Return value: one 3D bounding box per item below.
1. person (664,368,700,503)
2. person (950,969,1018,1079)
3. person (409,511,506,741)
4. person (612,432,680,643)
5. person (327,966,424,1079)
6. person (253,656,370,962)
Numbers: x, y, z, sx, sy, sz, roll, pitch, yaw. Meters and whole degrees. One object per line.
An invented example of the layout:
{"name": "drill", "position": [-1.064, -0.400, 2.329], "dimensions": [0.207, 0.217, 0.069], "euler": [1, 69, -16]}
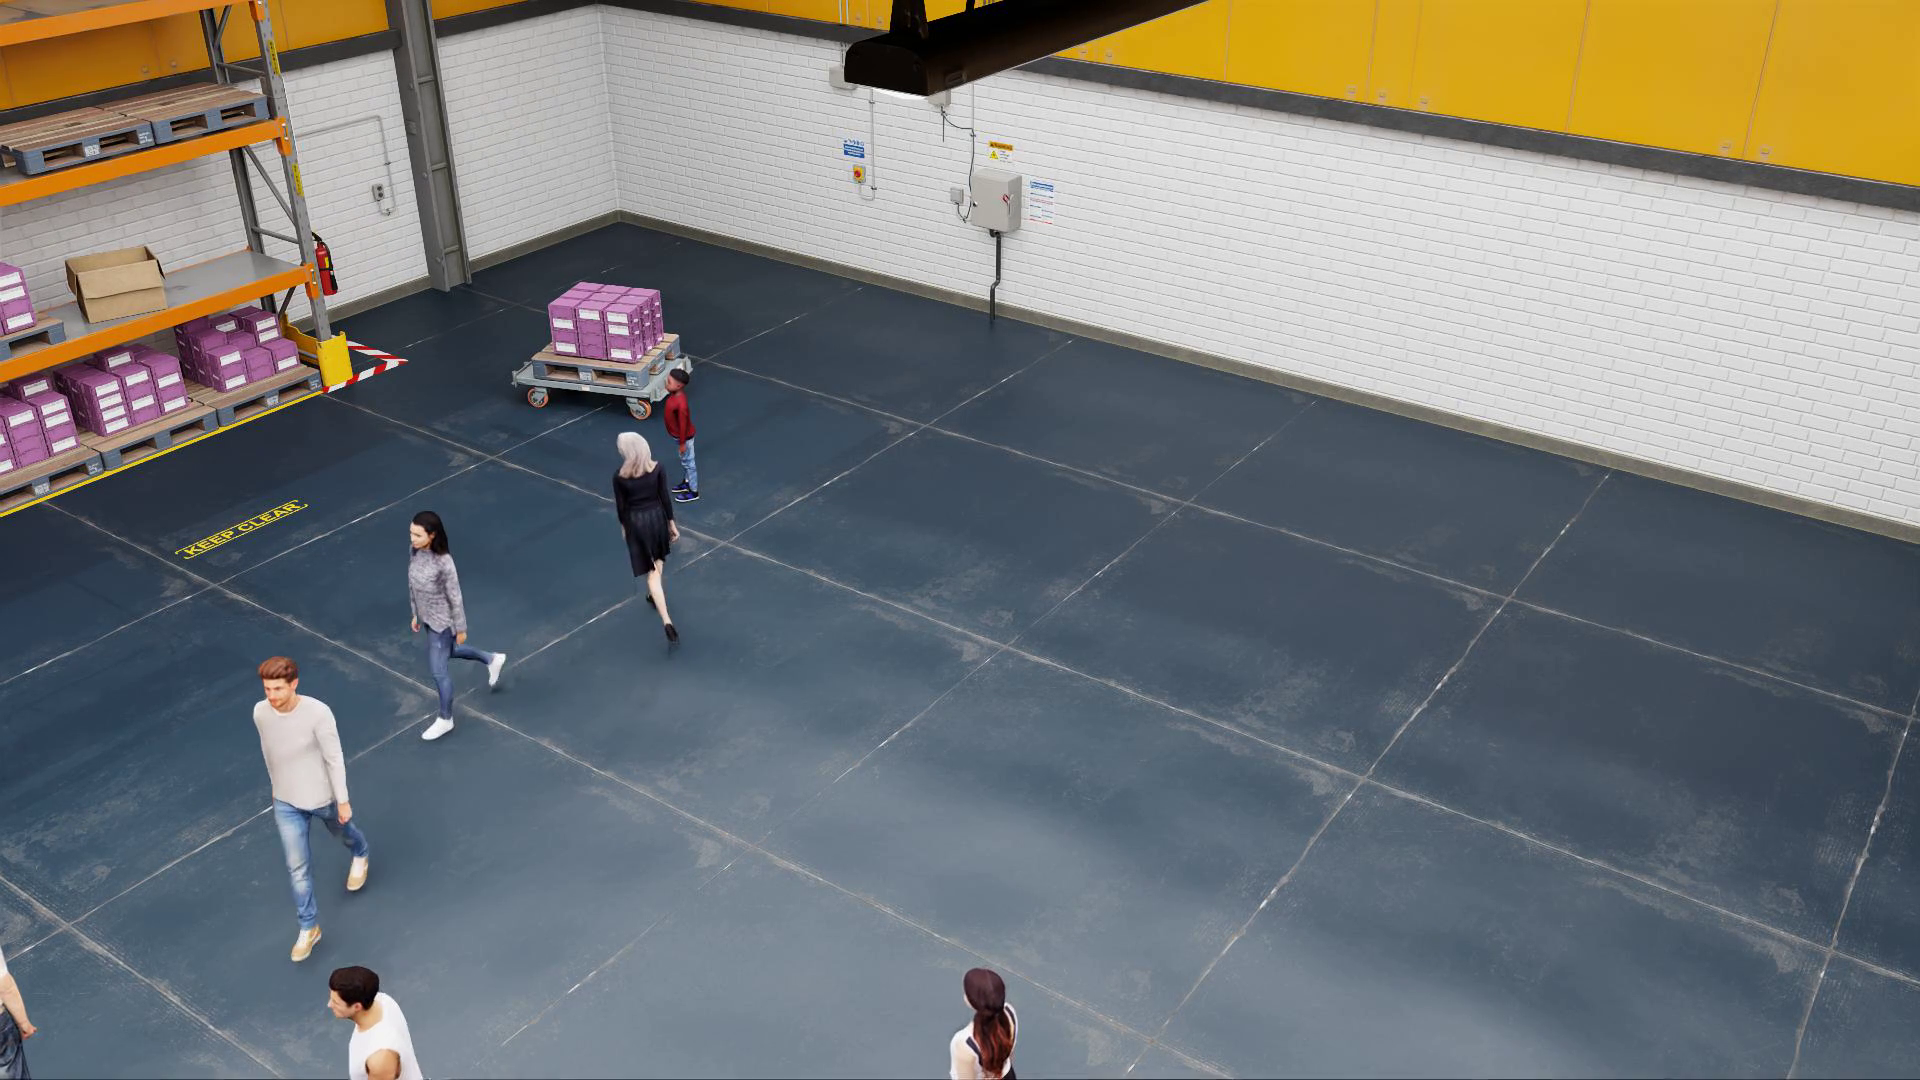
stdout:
{"name": "person", "position": [-2.506, -0.973, 15.084], "dimensions": [0.628, 1.255, 0.579], "euler": [-8, 30, -14]}
{"name": "person", "position": [0.132, 2.697, 7.945], "dimensions": [0.613, 1.647, 0.460], "euler": [21, 35, 33]}
{"name": "person", "position": [-3.636, 0.533, 11.850], "dimensions": [0.688, 1.707, 1.087], "euler": [22, 35, 34]}
{"name": "person", "position": [-2.407, 0.005, 12.832], "dimensions": [1.158, 1.694, 1.062], "euler": [-11, 30, -19]}
{"name": "person", "position": [-2.564, 2.706, 7.838], "dimensions": [1.205, 1.735, 1.014], "euler": [-12, 31, -22]}
{"name": "person", "position": [-3.854, 1.474, 9.965], "dimensions": [1.108, 1.860, 1.291], "euler": [1, 29, 2]}
